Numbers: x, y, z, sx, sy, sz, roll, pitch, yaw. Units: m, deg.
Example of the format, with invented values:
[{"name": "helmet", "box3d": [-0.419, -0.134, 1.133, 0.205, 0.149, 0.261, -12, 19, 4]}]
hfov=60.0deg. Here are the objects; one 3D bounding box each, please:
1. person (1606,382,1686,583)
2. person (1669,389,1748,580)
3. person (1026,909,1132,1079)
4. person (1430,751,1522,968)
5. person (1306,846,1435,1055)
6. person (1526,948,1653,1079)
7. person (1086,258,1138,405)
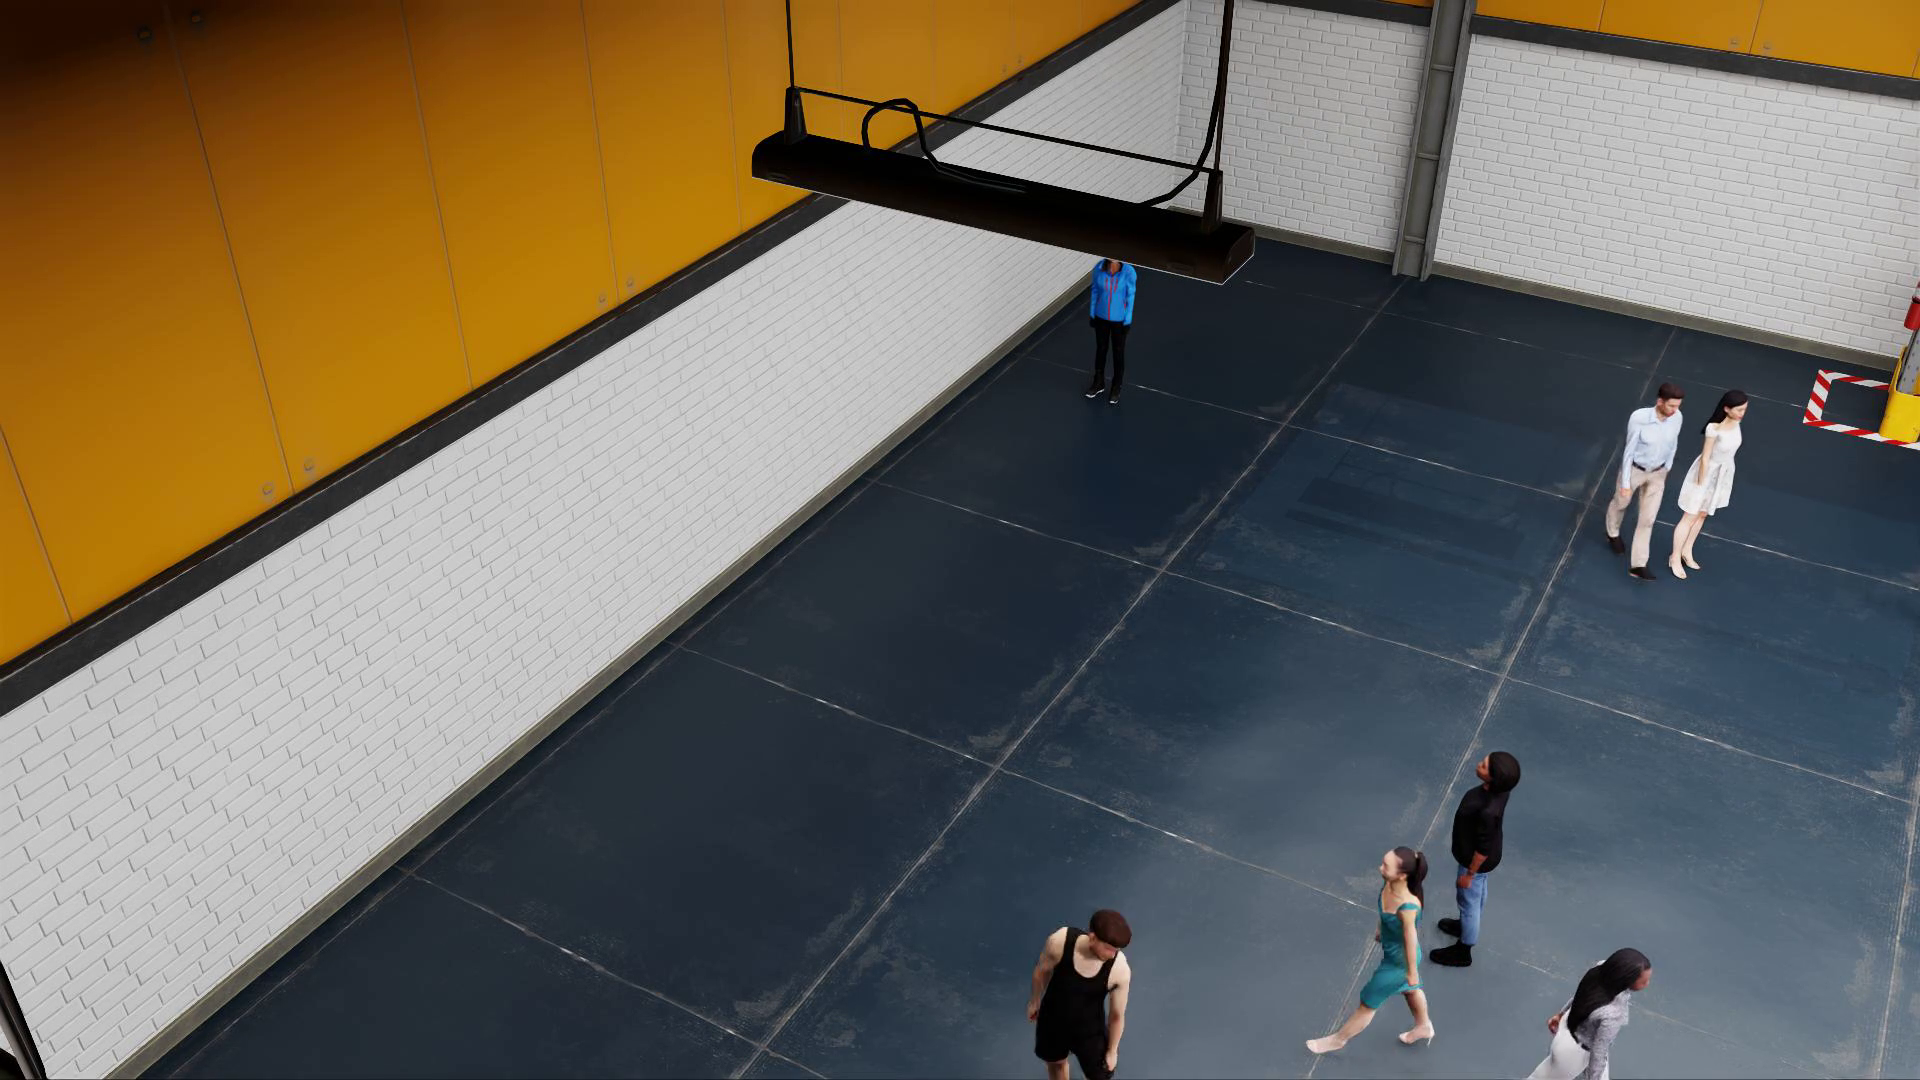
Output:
[{"name": "person", "box3d": [5.830, -0.611, 14.315, 1.189, 1.797, 1.090, -1, 34, -2]}, {"name": "person", "box3d": [6.365, -0.492, 14.153, 0.746, 1.777, 0.764, -23, 40, -30]}, {"name": "person", "box3d": [0.600, 2.666, 9.330, 0.505, 1.857, 0.894, 25, 41, 33]}, {"name": "person", "box3d": [3.270, 1.994, 10.482, 0.544, 1.701, 0.574, 16, 37, 22]}, {"name": "person", "box3d": [2.652, 2.471, 9.824, 1.103, 1.634, 0.907, -1, 34, -1]}, {"name": "person", "box3d": [3.342, 2.835, 9.259, 1.253, 1.654, 0.753, 11, 35, 16]}, {"name": "person", "box3d": [1.529, -2.242, 16.769, 0.456, 1.796, 0.676, 16, 37, 23]}]
